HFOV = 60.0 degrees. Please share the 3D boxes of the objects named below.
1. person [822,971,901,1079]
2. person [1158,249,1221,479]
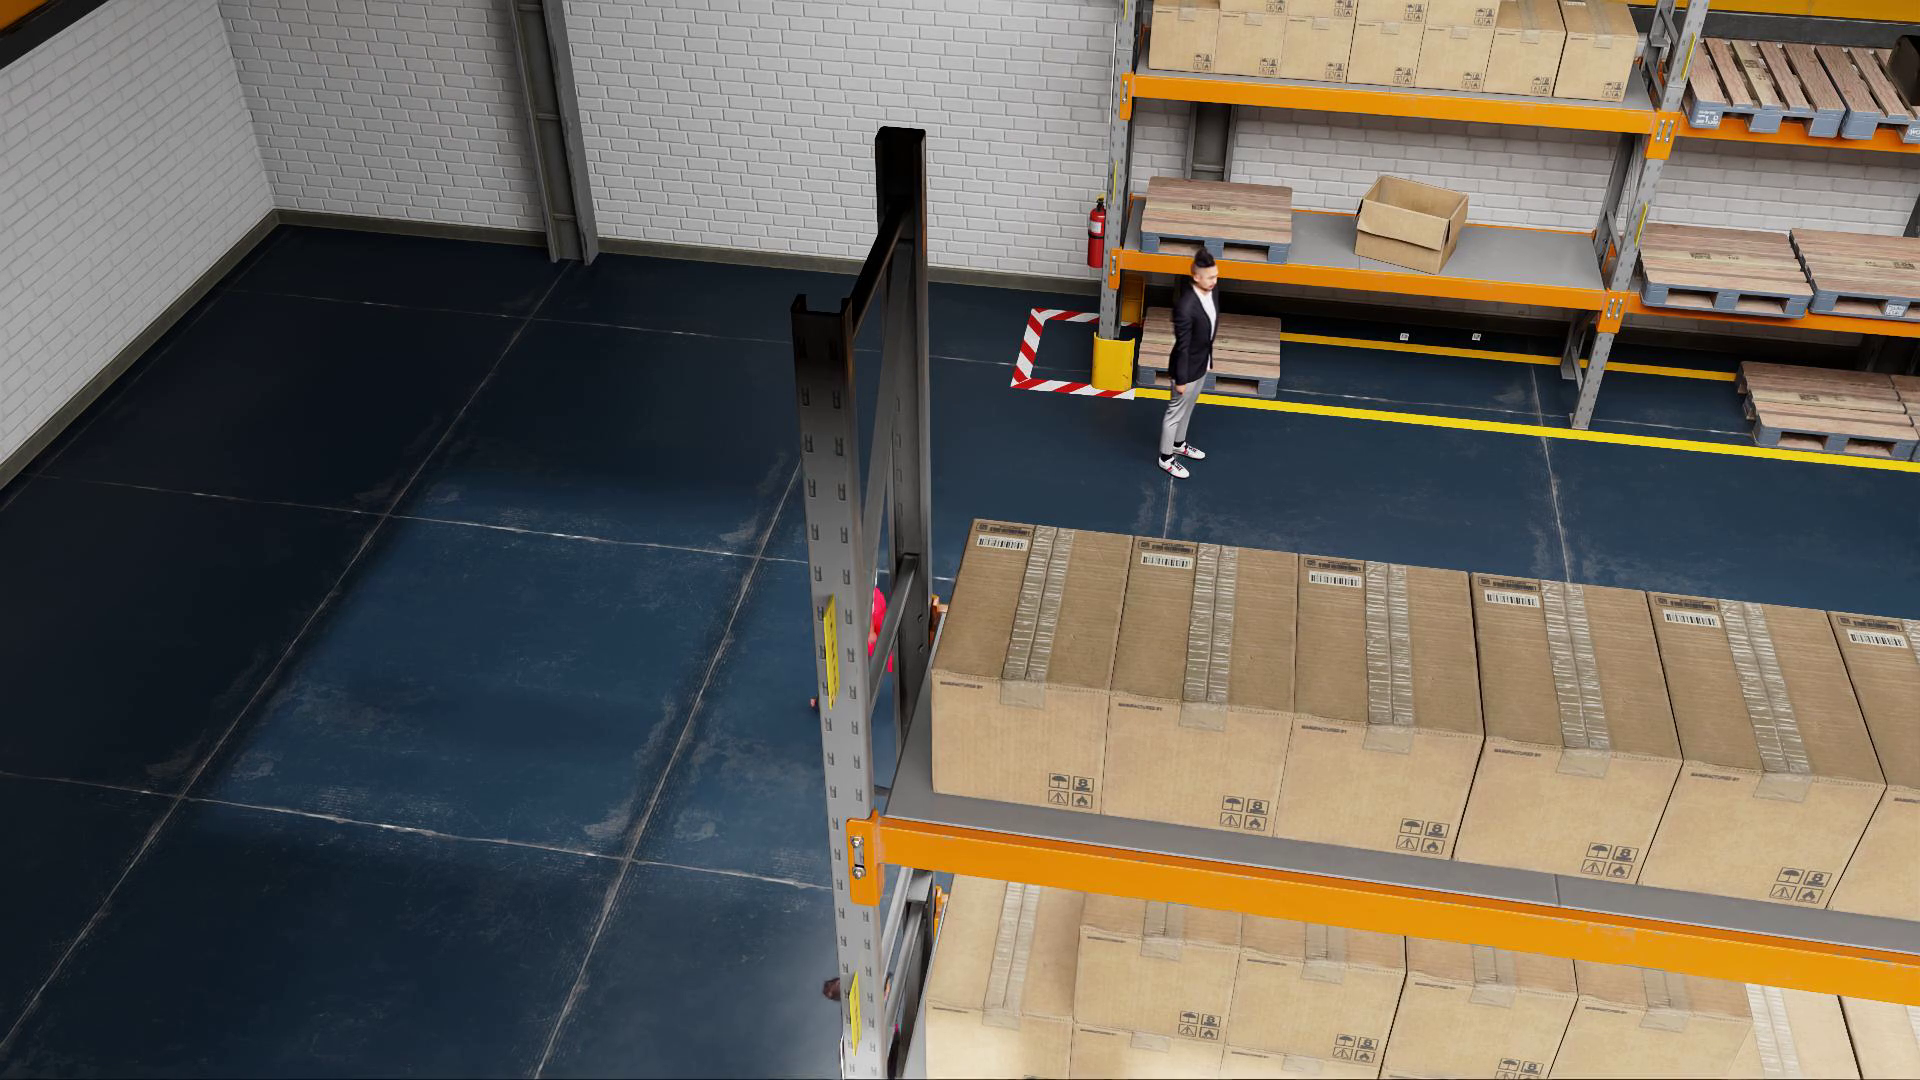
[{"bbox_3d":[-0.525,2.644,8.122,1.055,1.616,0.797,-7,39,-8],"label":"person"},{"bbox_3d":[1.790,-1.412,12.926,0.744,1.957,0.788,22,44,25],"label":"person"}]
